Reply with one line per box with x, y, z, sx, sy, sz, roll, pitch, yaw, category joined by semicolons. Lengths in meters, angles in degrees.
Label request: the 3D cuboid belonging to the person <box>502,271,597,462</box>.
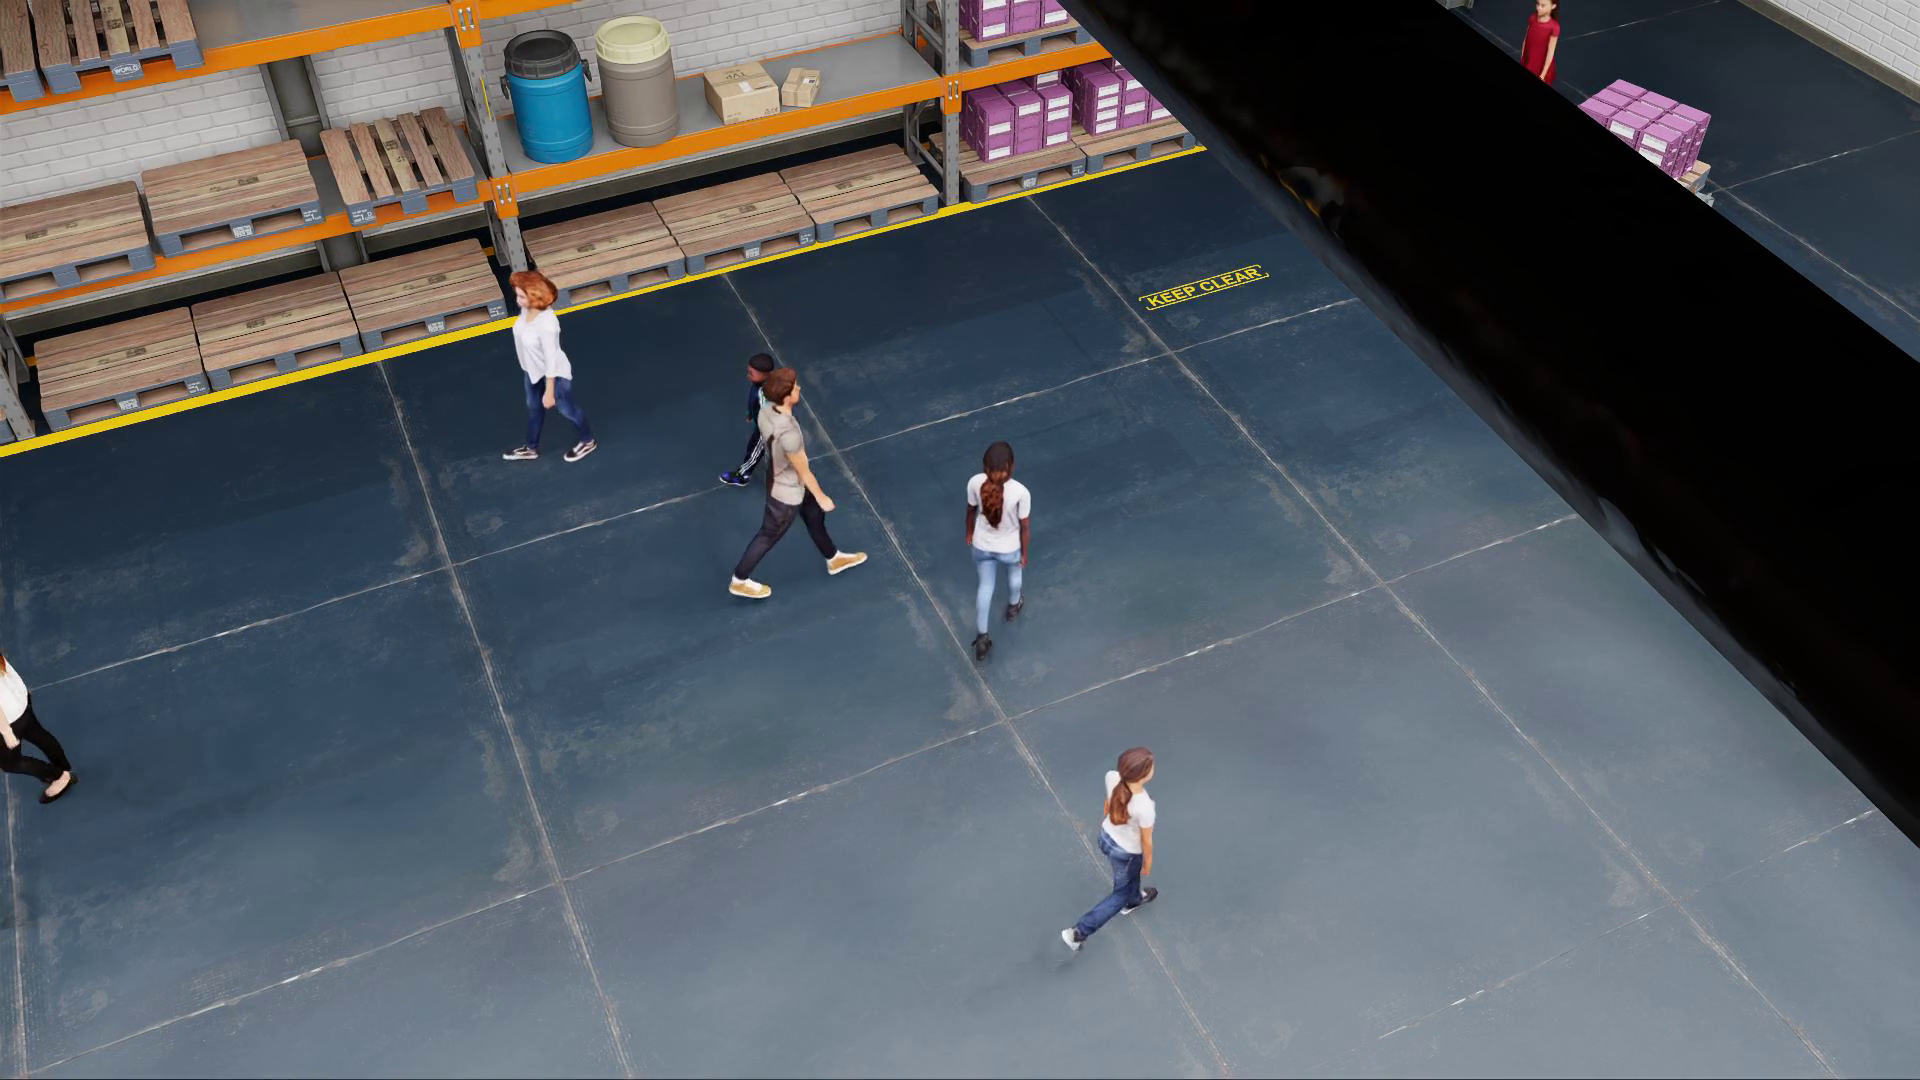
-2.974;-1.298;12.336;0.974;1.698;0.773;-26;49;-25;person

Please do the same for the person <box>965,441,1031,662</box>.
0.221;0.085;10.884;0.990;1.699;1.021;11;45;11;person

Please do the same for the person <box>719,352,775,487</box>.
-1.337;-0.865;12.224;0.929;1.226;0.745;2;44;2;person

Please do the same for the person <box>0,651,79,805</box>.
-5.610;0.997;9.919;0.550;1.709;0.700;-8;44;-8;person

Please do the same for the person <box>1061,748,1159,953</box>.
0.870;1.727;9.272;1.005;1.545;0.620;-24;49;-23;person

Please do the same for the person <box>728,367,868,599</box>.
-1.257;-0.316;11.198;1.286;1.845;0.807;-10;45;-11;person
